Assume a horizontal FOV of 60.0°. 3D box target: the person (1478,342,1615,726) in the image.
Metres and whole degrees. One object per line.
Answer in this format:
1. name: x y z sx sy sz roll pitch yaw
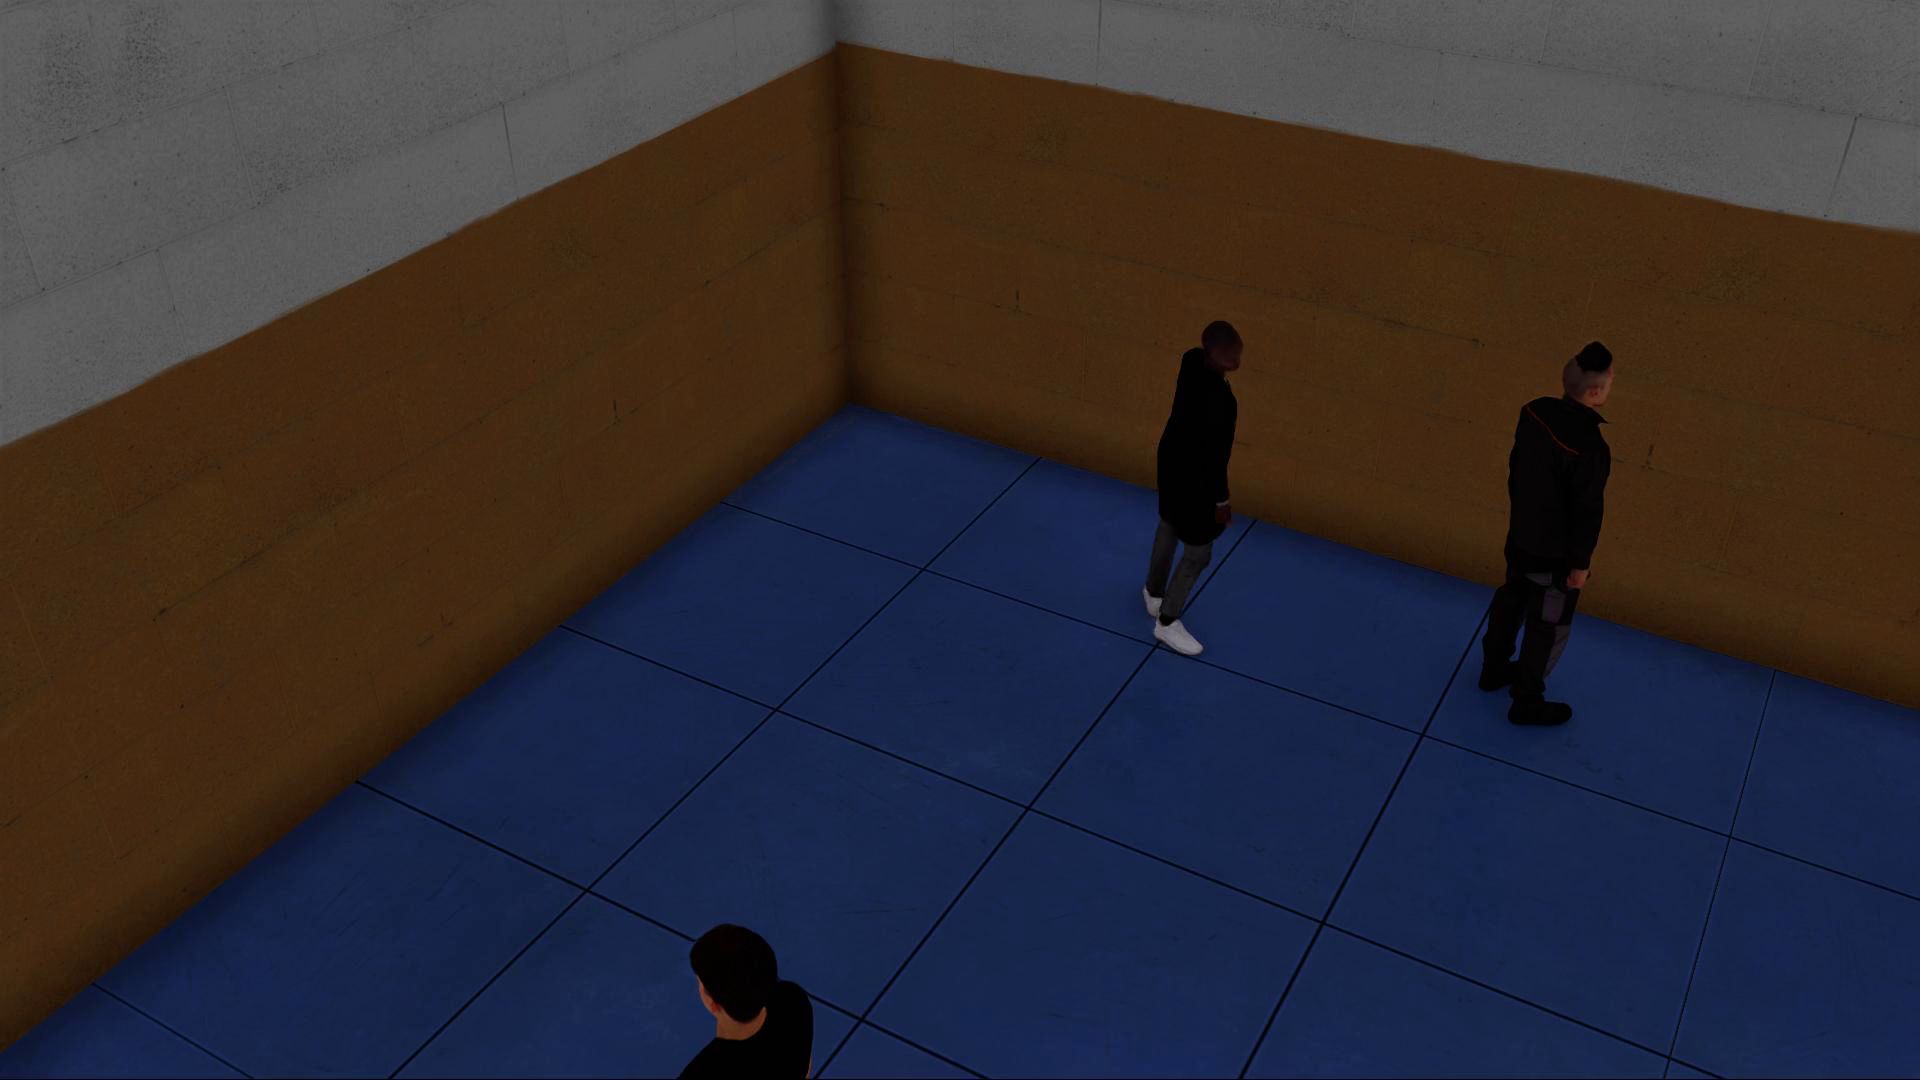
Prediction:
1. person: 2.595 -0.040 7.306 0.900 1.871 0.827 -7 34 -10

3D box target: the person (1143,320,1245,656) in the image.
1. person: 1.039 -0.324 7.877 0.909 1.734 0.820 -14 36 -20

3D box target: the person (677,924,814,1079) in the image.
1. person: -0.563 1.766 4.620 0.716 1.862 0.501 17 37 24
